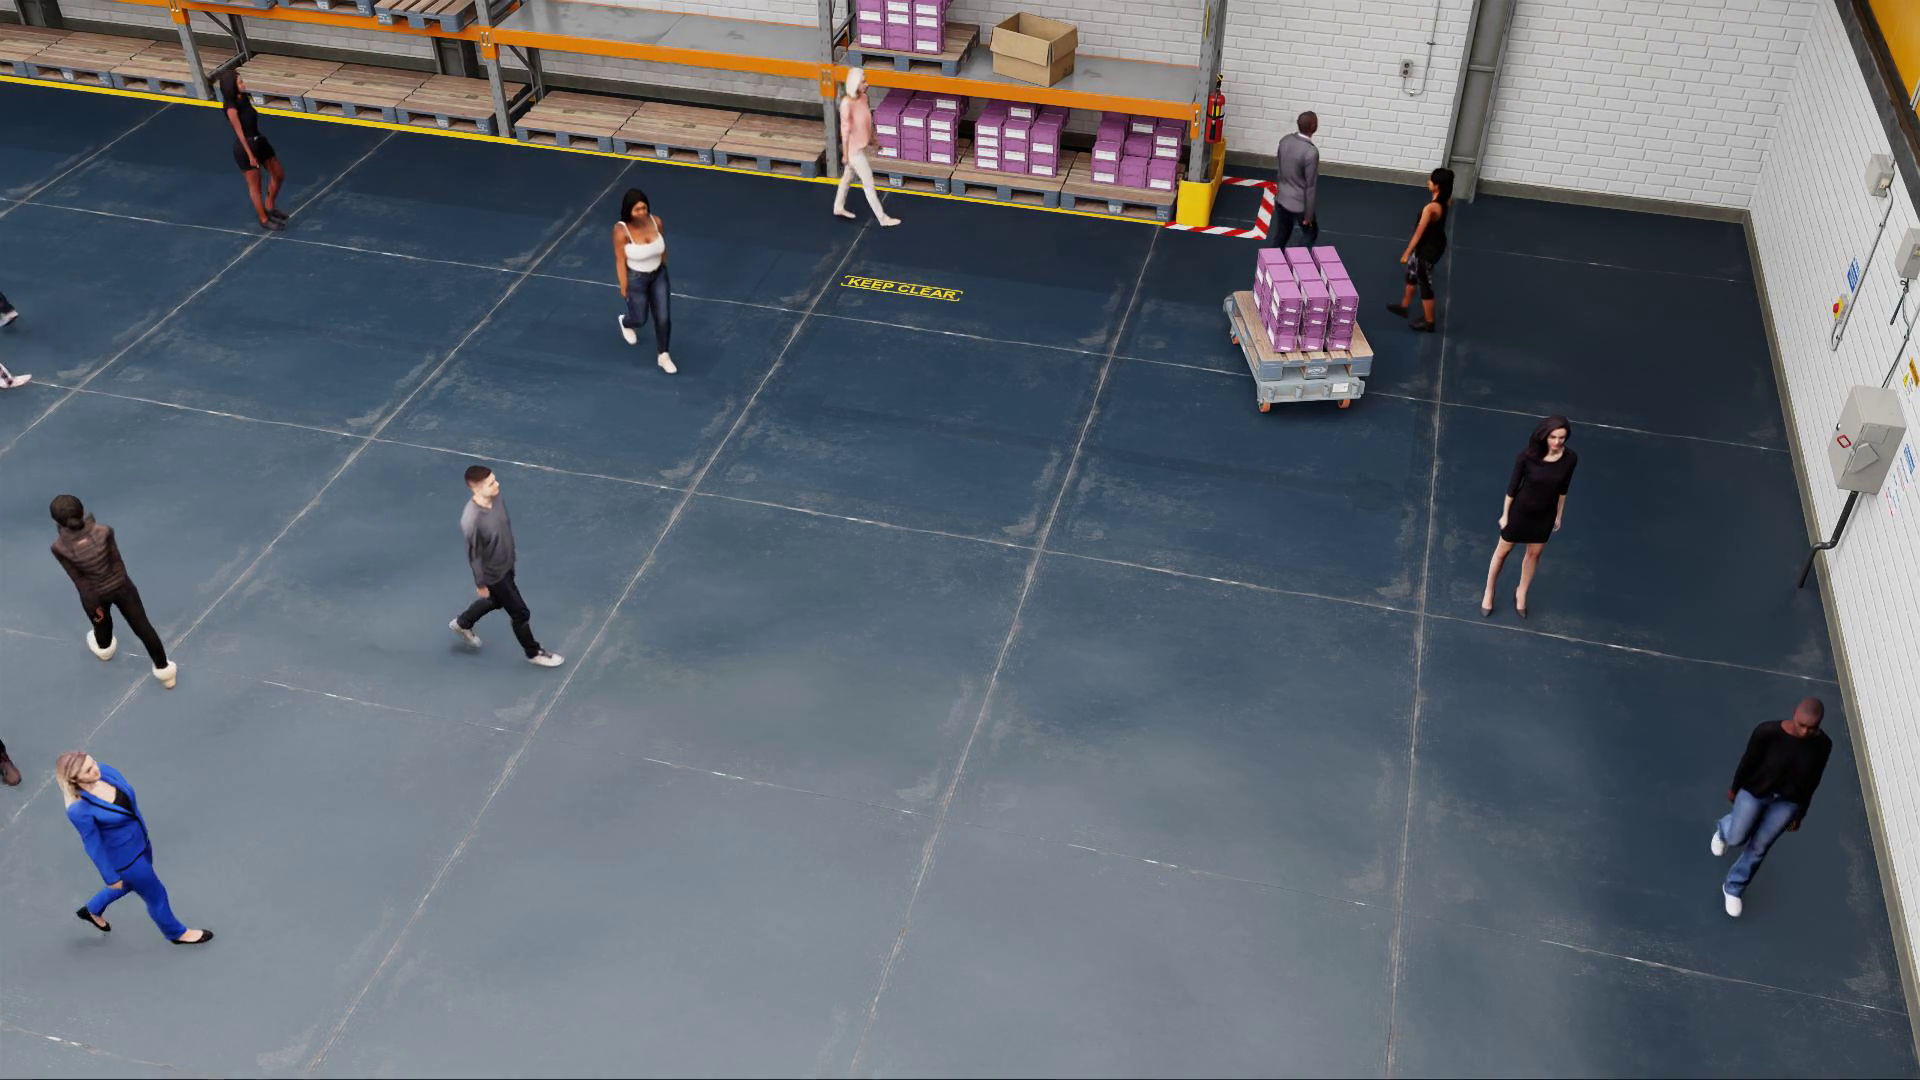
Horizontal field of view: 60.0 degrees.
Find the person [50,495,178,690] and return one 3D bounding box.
[{"bbox_3d":[-6.049,0.297,11.758,0.983,1.623,1.149,13,40,16],"label":"person"}]

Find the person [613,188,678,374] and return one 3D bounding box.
[{"bbox_3d":[-2.872,-2.370,14.969,1.014,1.784,1.104,-24,44,-27],"label":"person"}]

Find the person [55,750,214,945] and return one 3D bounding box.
[{"bbox_3d":[-5.005,1.840,9.781,1.080,1.679,0.865,-4,39,-5],"label":"person"}]

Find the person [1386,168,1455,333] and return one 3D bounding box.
[{"bbox_3d":[4.431,-2.671,15.453,0.859,1.650,0.738,22,43,25],"label":"person"}]

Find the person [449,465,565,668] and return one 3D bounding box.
[{"bbox_3d":[-3.371,0.190,11.801,1.126,1.736,0.714,4,39,5],"label":"person"}]

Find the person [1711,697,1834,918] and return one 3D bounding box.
[{"bbox_3d":[4.925,1.515,10.146,0.784,1.732,0.651,10,40,13],"label":"person"}]

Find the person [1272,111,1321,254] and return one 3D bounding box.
[{"bbox_3d":[3.151,-3.231,16.030,0.919,1.805,0.854,-21,43,-24],"label":"person"}]

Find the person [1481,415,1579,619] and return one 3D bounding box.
[{"bbox_3d":[4.186,-0.171,12.198,0.488,1.807,0.686,3,39,4],"label":"person"}]

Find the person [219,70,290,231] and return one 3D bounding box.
[{"bbox_3d":[-7.324,-3.966,17.010,0.654,1.730,0.666,1,39,1],"label":"person"}]

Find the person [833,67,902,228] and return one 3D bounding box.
[{"bbox_3d":[-1.143,-4.060,17.164,1.058,1.685,0.666,13,40,15],"label":"person"}]
